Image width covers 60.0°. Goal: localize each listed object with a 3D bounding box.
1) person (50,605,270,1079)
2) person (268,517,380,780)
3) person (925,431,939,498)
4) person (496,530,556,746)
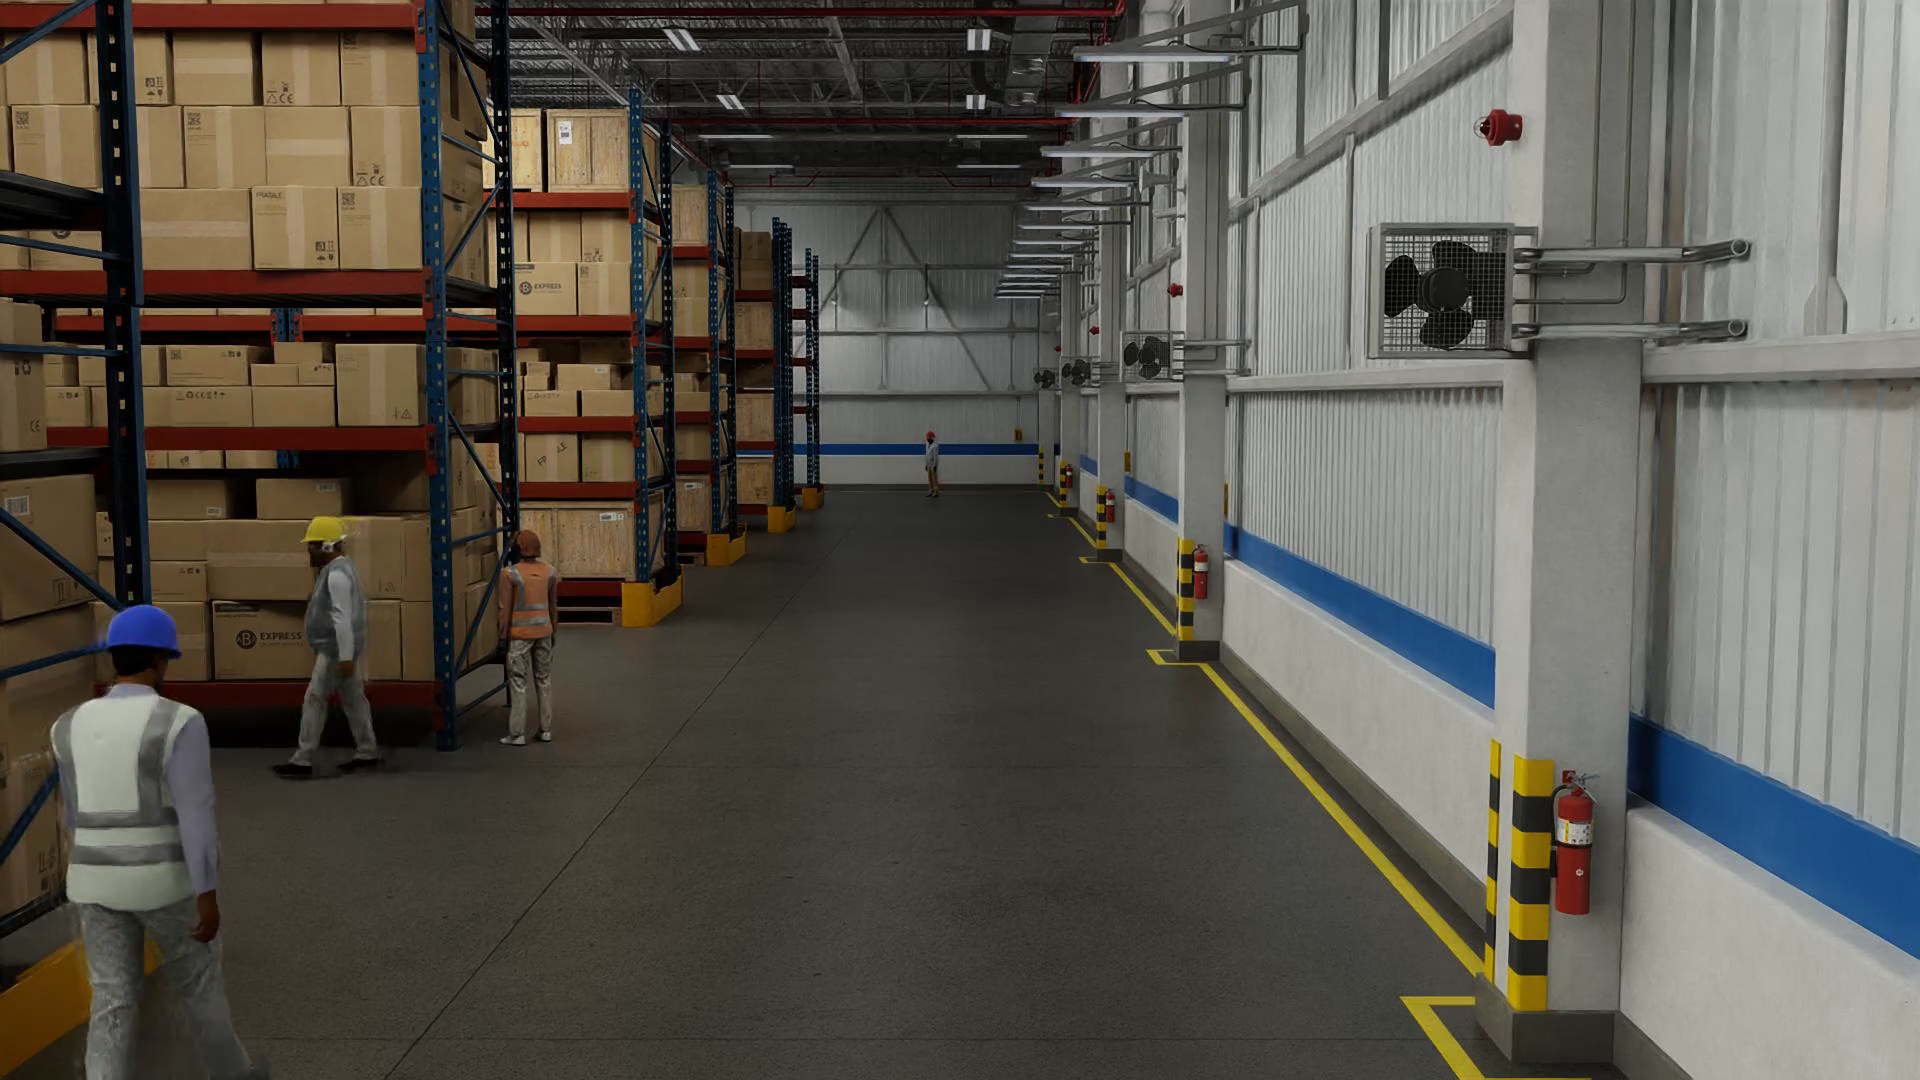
[{"bbox_3d":[-2.802,1.180,5.855,0.673,1.889,0.893,1,5,10],"label":"person"},{"bbox_3d":[-4.409,0.745,11.438,0.819,1.797,0.624,-2,5,-17],"label":"person"},{"bbox_3d":[-0.765,-1.972,43.450,0.355,1.744,0.565,-3,6,-29],"label":"person"},{"bbox_3d":[-3.257,0.735,12.549,0.318,1.631,0.519,4,6,40],"label":"person"}]
